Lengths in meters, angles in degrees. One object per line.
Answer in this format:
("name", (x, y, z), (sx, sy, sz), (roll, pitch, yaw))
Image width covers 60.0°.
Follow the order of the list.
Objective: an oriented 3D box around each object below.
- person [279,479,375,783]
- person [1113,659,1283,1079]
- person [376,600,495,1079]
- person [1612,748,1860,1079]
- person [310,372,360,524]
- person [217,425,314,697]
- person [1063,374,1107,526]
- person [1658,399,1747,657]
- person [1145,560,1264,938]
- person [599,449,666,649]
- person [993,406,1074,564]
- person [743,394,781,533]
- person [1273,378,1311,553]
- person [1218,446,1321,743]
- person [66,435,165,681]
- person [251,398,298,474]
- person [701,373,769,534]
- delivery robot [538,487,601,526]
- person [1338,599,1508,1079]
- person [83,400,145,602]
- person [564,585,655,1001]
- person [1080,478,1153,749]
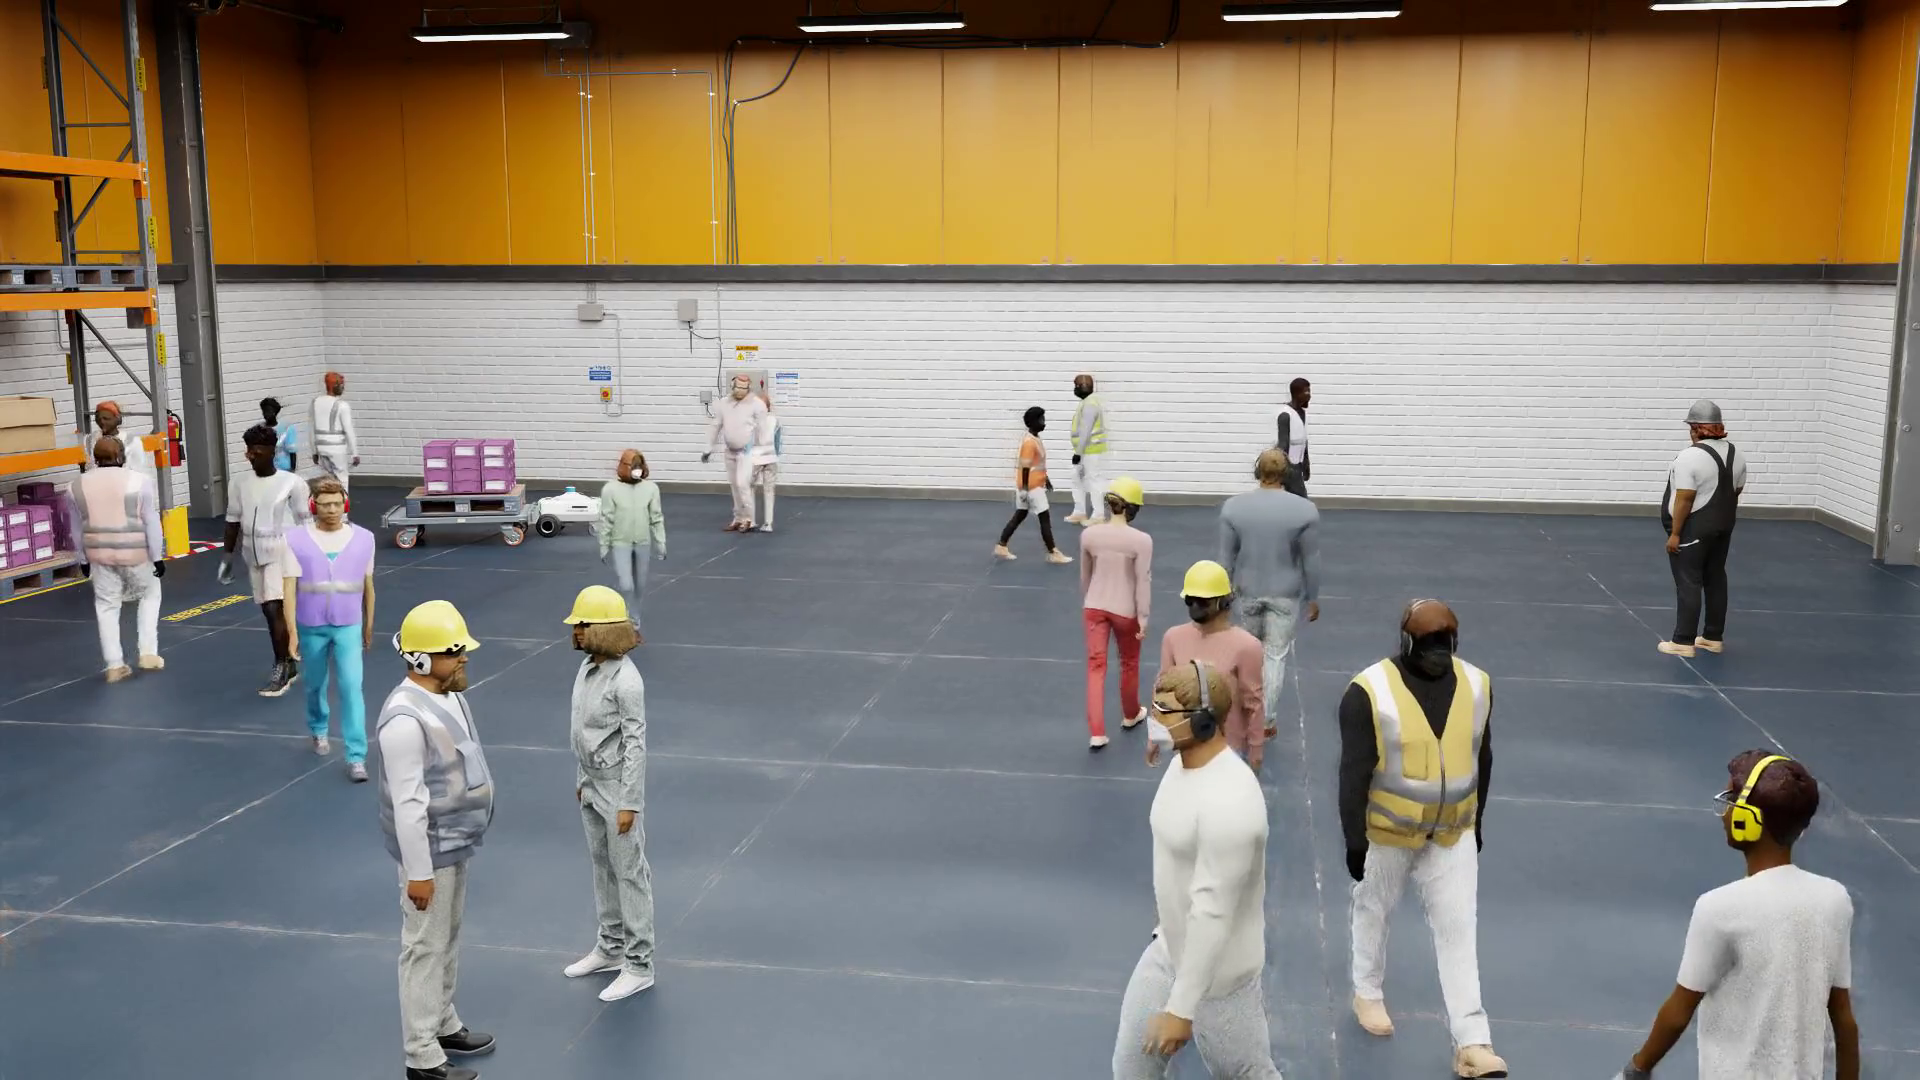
("person", (-3.845, 0.510, 10.162), (0.564, 1.807, 0.968), (-5, 10, -28))
("person", (0.795, 1.287, 5.069), (1.014, 1.897, 0.636), (-2, 9, -10))
("person", (-1.946, 1.125, 6.229), (0.403, 1.831, 0.596), (0, 9, -3))
("person", (2.075, 1.452, 4.264), (0.504, 1.826, 0.984), (-5, 10, -29))
("person", (-7.348, -1.043, 19.563), (0.595, 1.870, 0.417), (5, 10, 26))
("person", (-5.025, 0.153, 11.951), (0.613, 1.932, 0.751), (3, 10, 16))
("person", (1.458, -1.062, 19.843), (0.644, 1.819, 0.644), (0, 9, 1))
("person", (5.838, -0.104, 13.213), (0.688, 2.000, 0.536), (-5, 10, -26))
("person", (1.148, 0.934, 7.787), (0.538, 1.714, 0.928), (8, 12, 40))
("person", (-2.620, 0.071, 13.431), (0.524, 1.611, 0.575), (-6, 11, -33))
("person", (0.739, -0.574, 17.330), (0.857, 1.652, 0.535), (1, 9, 4))
("person", (-2.349, -0.902, 19.457), (0.533, 1.616, 0.579), (-7, 11, -35))
("person", (3.616, -0.793, 17.914), (0.526, 1.898, 0.627), (5, 11, 30))
("person", (2.009, 0.353, 10.732), (0.639, 1.920, 0.442), (4, 10, 26))
("person", (-6.285, 0.120, 12.492), (0.660, 1.820, 0.637), (-1, 9, -8))
("person", (-7.566, -0.732, 18.297), (0.547, 1.645, 0.861), (0, 9, 1))
("person", (-2.599, -1.012, 19.335), (0.730, 1.877, 0.519), (6, 11, 31))
("delivery robot", (-4.483, -0.372, 19.186), (0.707, 0.478, 0.477), (-1, 9, -4))
("person", (1.769, 1.126, 6.350), (0.657, 1.797, 0.935), (-1, 9, -7))
("person", (-7.720, -0.336, 15.180), (0.602, 1.864, 0.589), (1, 9, 4))
("person", (-1.487, 1.049, 6.982), (0.296, 1.745, 0.484), (-7, 11, -37))
("person", (1.015, 0.456, 10.742), (0.531, 1.706, 0.861), (4, 10, 25))
